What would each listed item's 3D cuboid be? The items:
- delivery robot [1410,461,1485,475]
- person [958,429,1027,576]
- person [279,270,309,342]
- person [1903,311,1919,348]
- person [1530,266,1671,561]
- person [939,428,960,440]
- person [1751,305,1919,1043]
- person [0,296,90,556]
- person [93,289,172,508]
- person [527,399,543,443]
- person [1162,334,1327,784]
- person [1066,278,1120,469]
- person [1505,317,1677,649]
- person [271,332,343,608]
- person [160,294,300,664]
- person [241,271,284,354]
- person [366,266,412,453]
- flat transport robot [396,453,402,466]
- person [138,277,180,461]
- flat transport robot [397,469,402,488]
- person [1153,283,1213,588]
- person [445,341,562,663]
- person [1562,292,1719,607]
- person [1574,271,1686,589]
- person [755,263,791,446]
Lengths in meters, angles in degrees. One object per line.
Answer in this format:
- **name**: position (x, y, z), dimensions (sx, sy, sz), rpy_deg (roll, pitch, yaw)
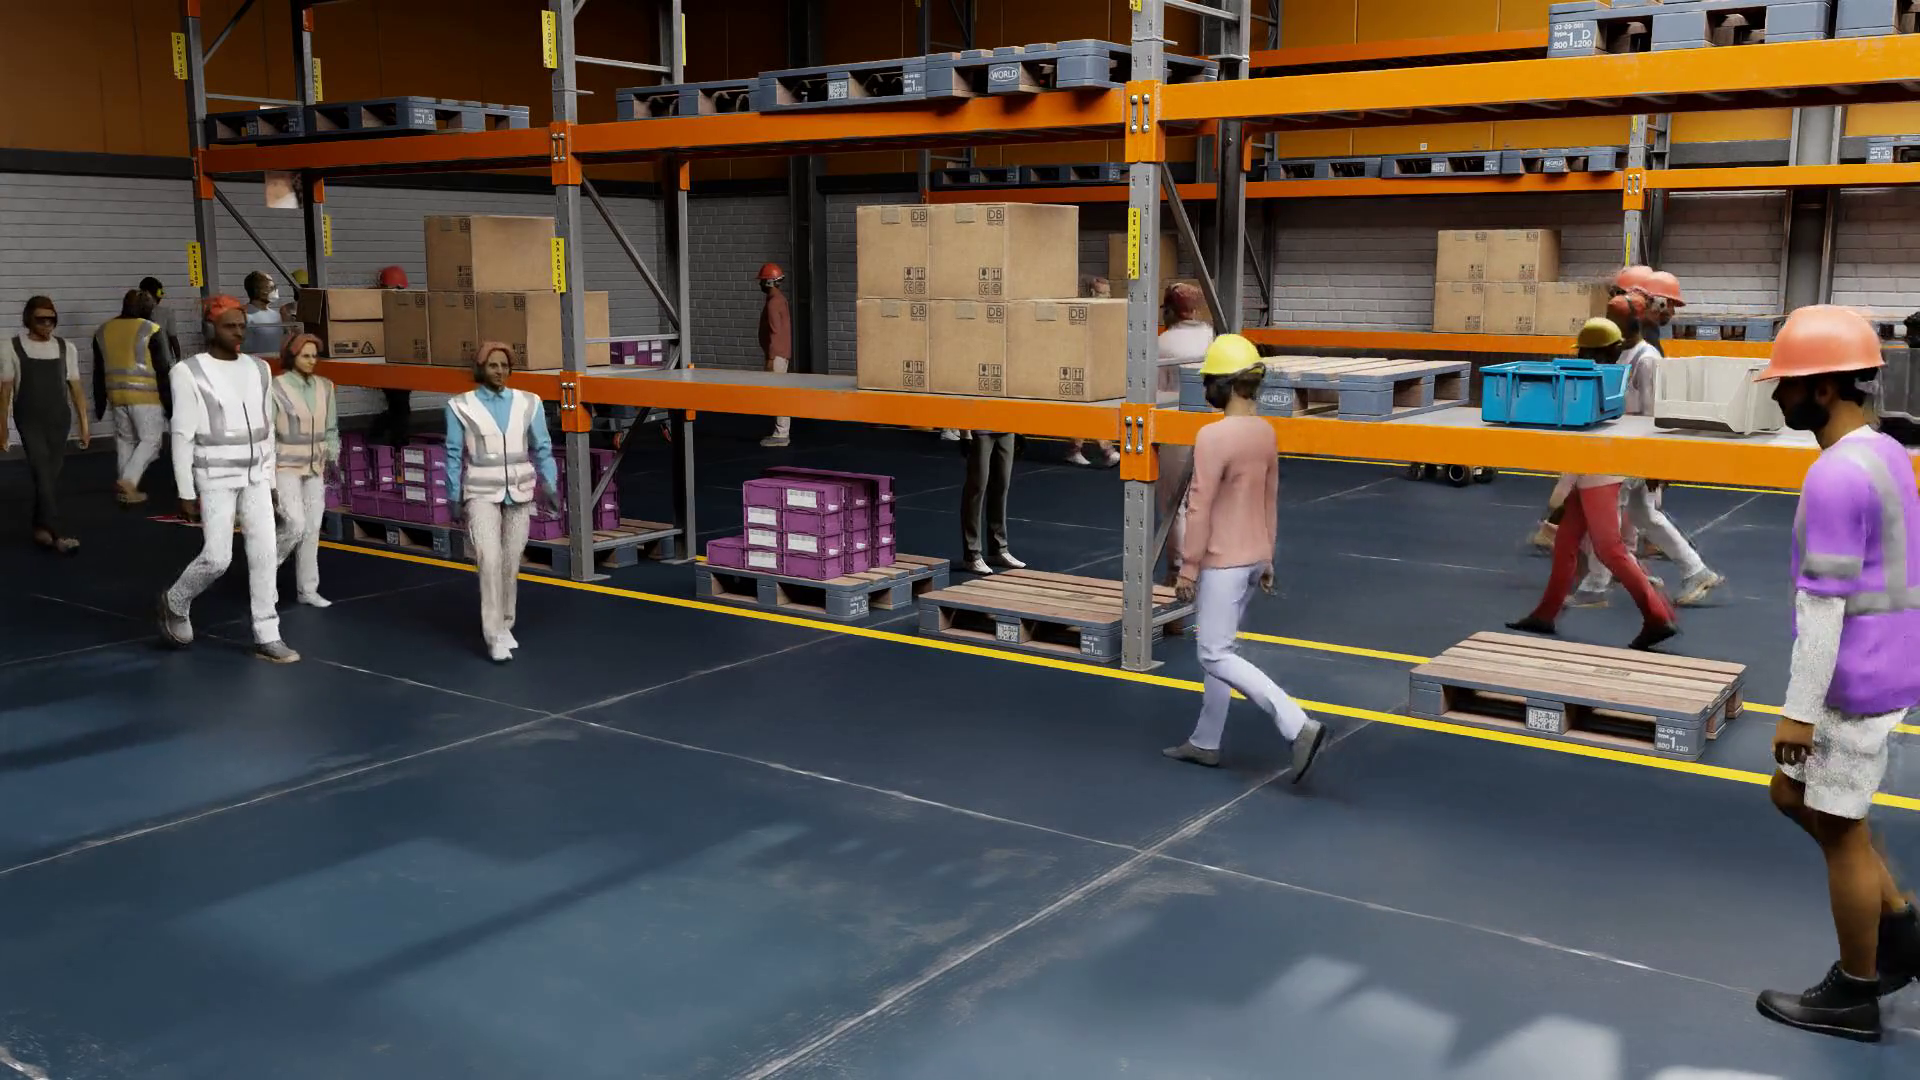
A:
- **delivery robot**: position (4.458, -0.833, 15.137), dimensions (0.477, 0.478, 0.707), rpy_deg (-9, 13, -42)
- **person**: position (0.211, -0.744, 10.801), dimensions (0.592, 1.929, 0.363), rpy_deg (-9, 13, -44)
- **person**: position (-6.984, -1.915, 17.780), dimensions (0.362, 1.928, 0.587), rpy_deg (7, 12, 37)
- **person**: position (6.325, -0.661, 11.009), dimensions (0.319, 1.692, 0.533), rpy_deg (-2, 10, -13)
- **person**: position (4.397, -0.837, 11.192), dimensions (1.035, 2.000, 0.615), rpy_deg (3, 10, 20)
- **person**: position (-0.053, -2.008, 18.879), dimensions (0.301, 1.745, 0.483), rpy_deg (4, 10, 23)
- **person**: position (2.269, 0.355, 4.323), dimensions (0.500, 1.913, 0.552), rpy_deg (6, 11, 33)
- **person**: position (-6.376, -0.802, 11.597), dimensions (0.997, 1.784, 0.521), rpy_deg (8, 13, 40)
- **person**: position (-6.799, -1.145, 13.590), dimensions (0.653, 1.804, 0.700), rpy_deg (2, 10, 11)
- **person**: position (-4.020, -1.500, 15.419), dimensions (0.420, 1.921, 0.675), rpy_deg (-7, 12, -34)
- **person**: position (1.107, 0.082, 6.415), dimensions (0.703, 1.746, 0.521), rpy_deg (7, 12, 37)
- **person**: position (1.363, -1.614, 16.214), dimensions (0.646, 1.846, 0.995), rpy_deg (-9, 13, -42)
- **person**: position (3.389, -0.306, 8.769), dimensions (0.875, 1.729, 0.521), rpy_deg (5, 11, 30)
- **person**: position (-3.838, -0.390, 9.619), dimensions (0.415, 1.619, 0.524), rpy_deg (4, 11, 25)
- **person**: position (-3.725, -0.303, 8.391), dimensions (0.743, 1.866, 0.582), rpy_deg (5, 11, 27)
- **person**: position (-5.793, -1.263, 13.861), dimensions (0.368, 1.940, 0.633), rpy_deg (1, 10, 5)
- **person**: position (-5.440, -1.607, 15.813), dimensions (0.523, 1.974, 0.643), rpy_deg (-8, 13, -41)
- **flat transport robot**: position (-5.168, -0.639, 15.108), dimensions (0.652, 0.197, 1.431), rpy_deg (-3, 10, -19)
- **person**: position (-8.126, -1.724, 16.835), dimensions (0.518, 1.865, 0.328), rpy_deg (-1, 10, -7)
- **flat transport robot**: position (-4.582, -0.492, 14.230), dimensions (1.431, 0.197, 0.652), rpy_deg (-3, 10, -19)
- **person**: position (1.346, -0.606, 10.104), dimensions (0.684, 1.888, 0.408), rpy_deg (-8, 12, -38)
- **person**: position (-2.299, -0.192, 8.461), dimensions (0.526, 1.610, 0.745), rpy_deg (-7, 12, -34)
- **person**: position (3.991, -0.504, 9.646), dimensions (0.882, 1.861, 0.602), rpy_deg (2, 10, 11)
- **person**: position (4.080, -0.654, 10.176), dimensions (0.596, 1.960, 0.665), rpy_deg (2, 10, 13)
- **person**: position (-2.037, -2.024, 18.224), dimensions (0.383, 1.996, 0.609), rpy_deg (1, 10, 4)
